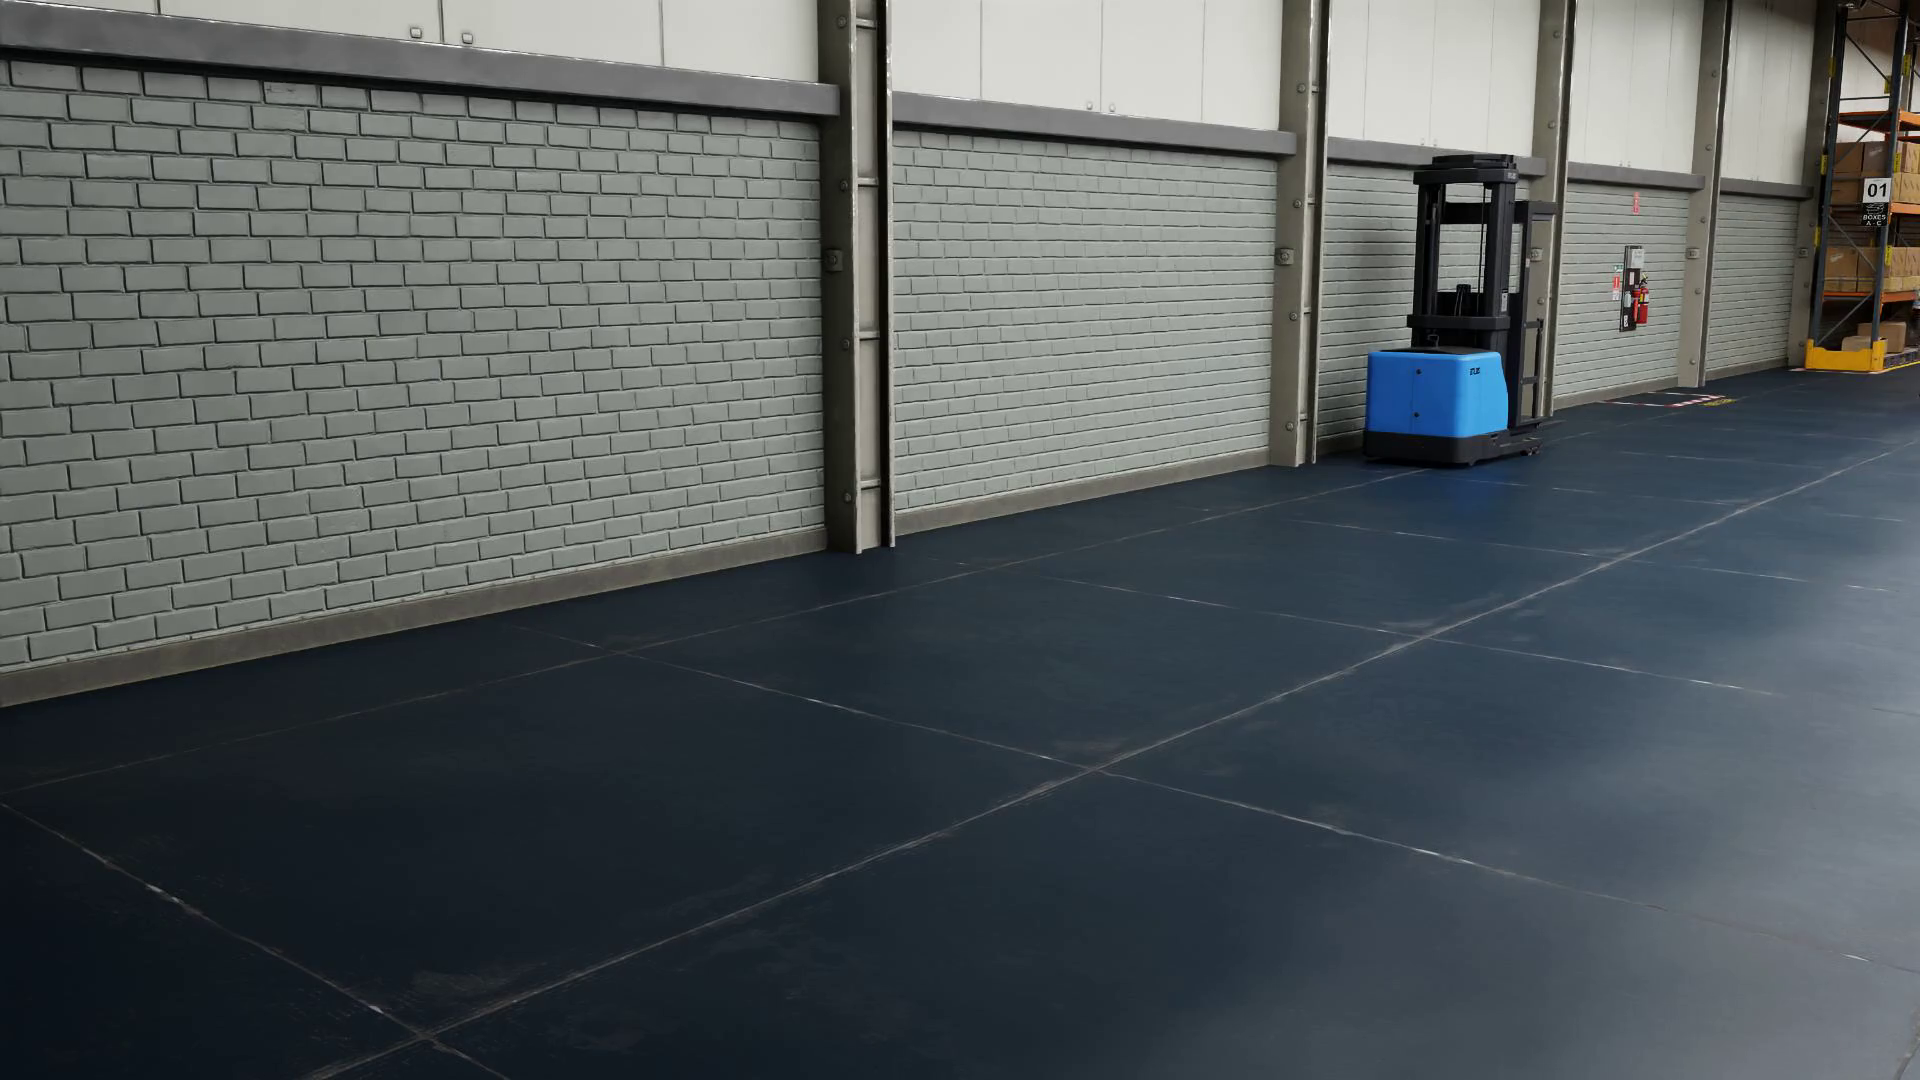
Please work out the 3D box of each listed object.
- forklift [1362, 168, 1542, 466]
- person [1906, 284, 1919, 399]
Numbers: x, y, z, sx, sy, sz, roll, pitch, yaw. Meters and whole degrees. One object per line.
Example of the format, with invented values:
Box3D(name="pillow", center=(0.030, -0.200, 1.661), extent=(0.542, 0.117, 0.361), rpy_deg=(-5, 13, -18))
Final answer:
Box3D(name="forklift", center=(4.875, -2.212, 16.287), extent=(1.129, 2.768, 1.873), rpy_deg=(8, 13, 40))
Box3D(name="person", center=(13.280, -2.884, 22.658), extent=(0.624, 1.947, 0.533), rpy_deg=(2, 10, 13))
